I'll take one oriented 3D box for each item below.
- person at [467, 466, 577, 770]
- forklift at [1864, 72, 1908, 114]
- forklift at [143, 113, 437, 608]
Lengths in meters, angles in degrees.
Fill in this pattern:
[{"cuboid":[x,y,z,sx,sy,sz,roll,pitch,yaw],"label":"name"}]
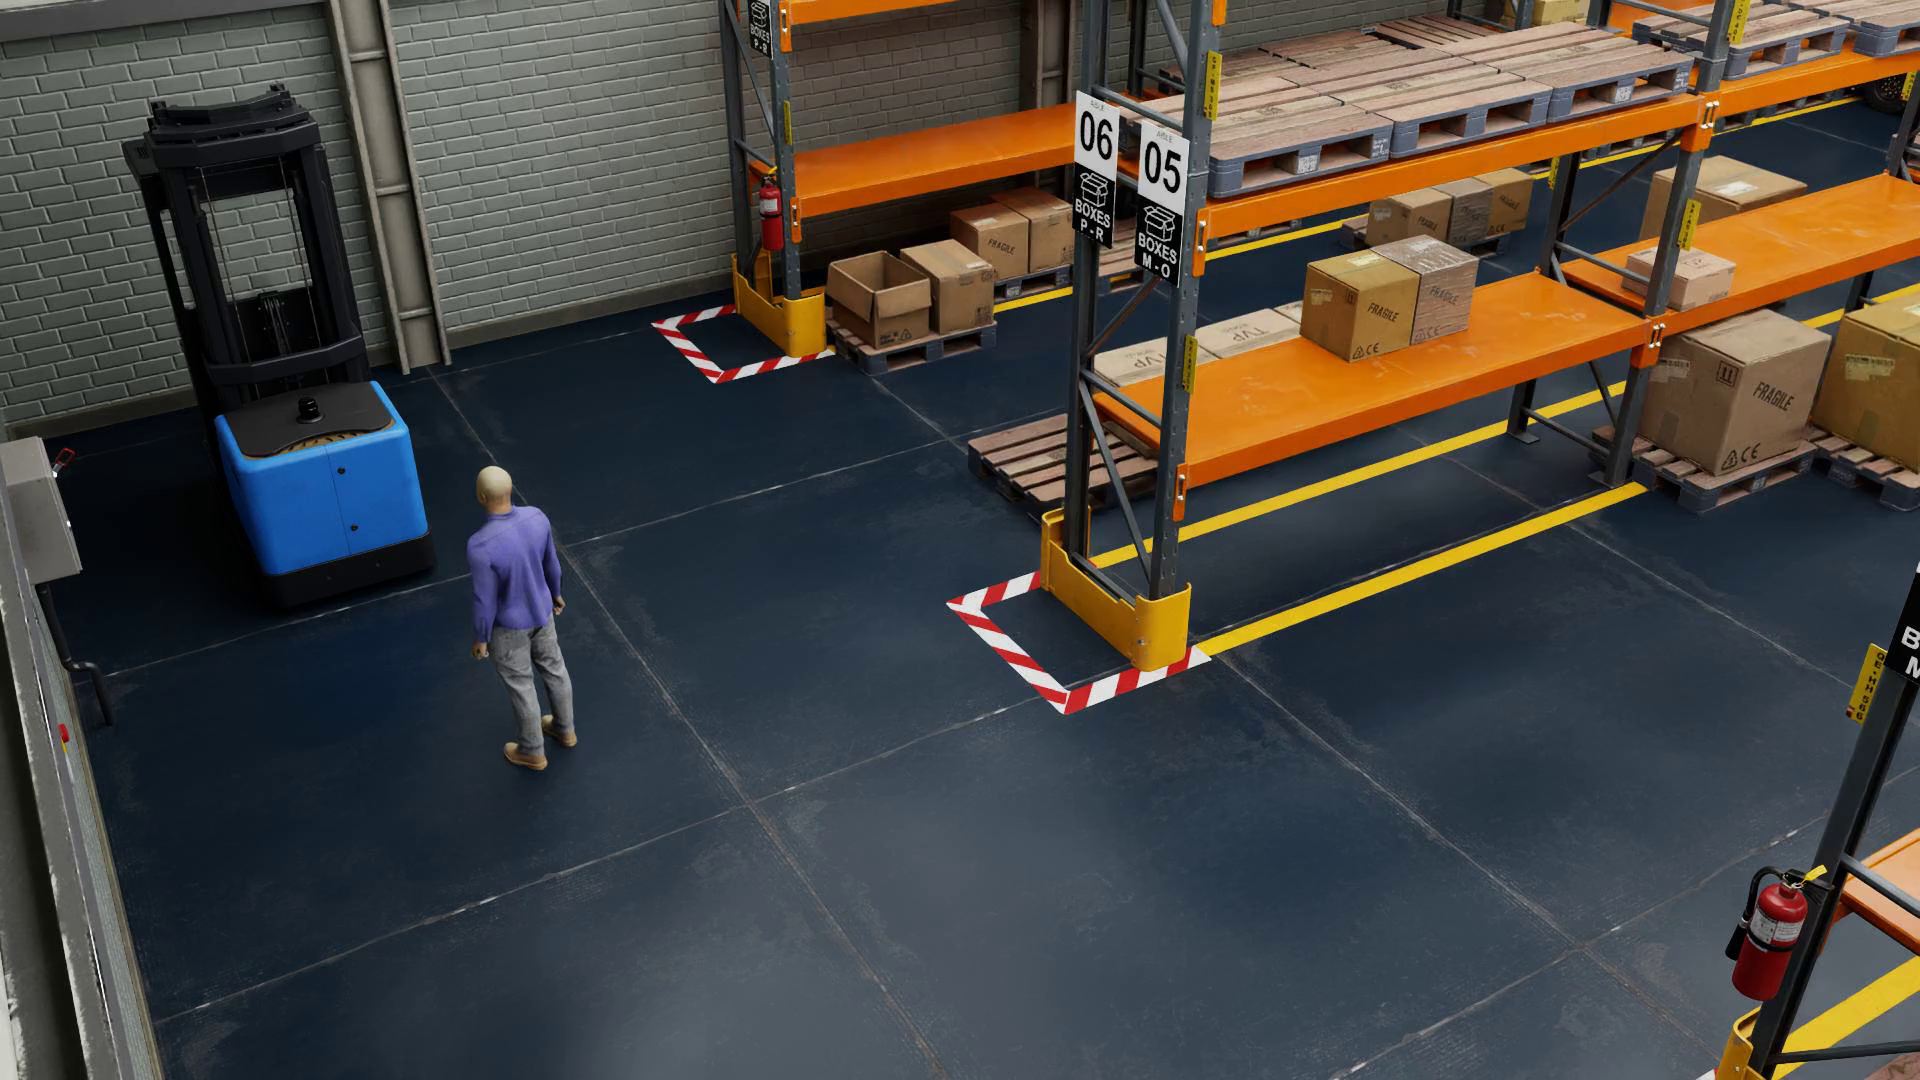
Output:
[{"cuboid":[-2.313,0.421,8.806,0.377,1.797,0.604,20,37,30],"label":"person"},{"cuboid":[11.468,-5.645,18.244,1.214,2.155,2.313,-17,36,-26],"label":"forklift"},{"cuboid":[-4.289,-1.259,10.509,1.129,2.768,1.873,-17,36,-26],"label":"forklift"}]
